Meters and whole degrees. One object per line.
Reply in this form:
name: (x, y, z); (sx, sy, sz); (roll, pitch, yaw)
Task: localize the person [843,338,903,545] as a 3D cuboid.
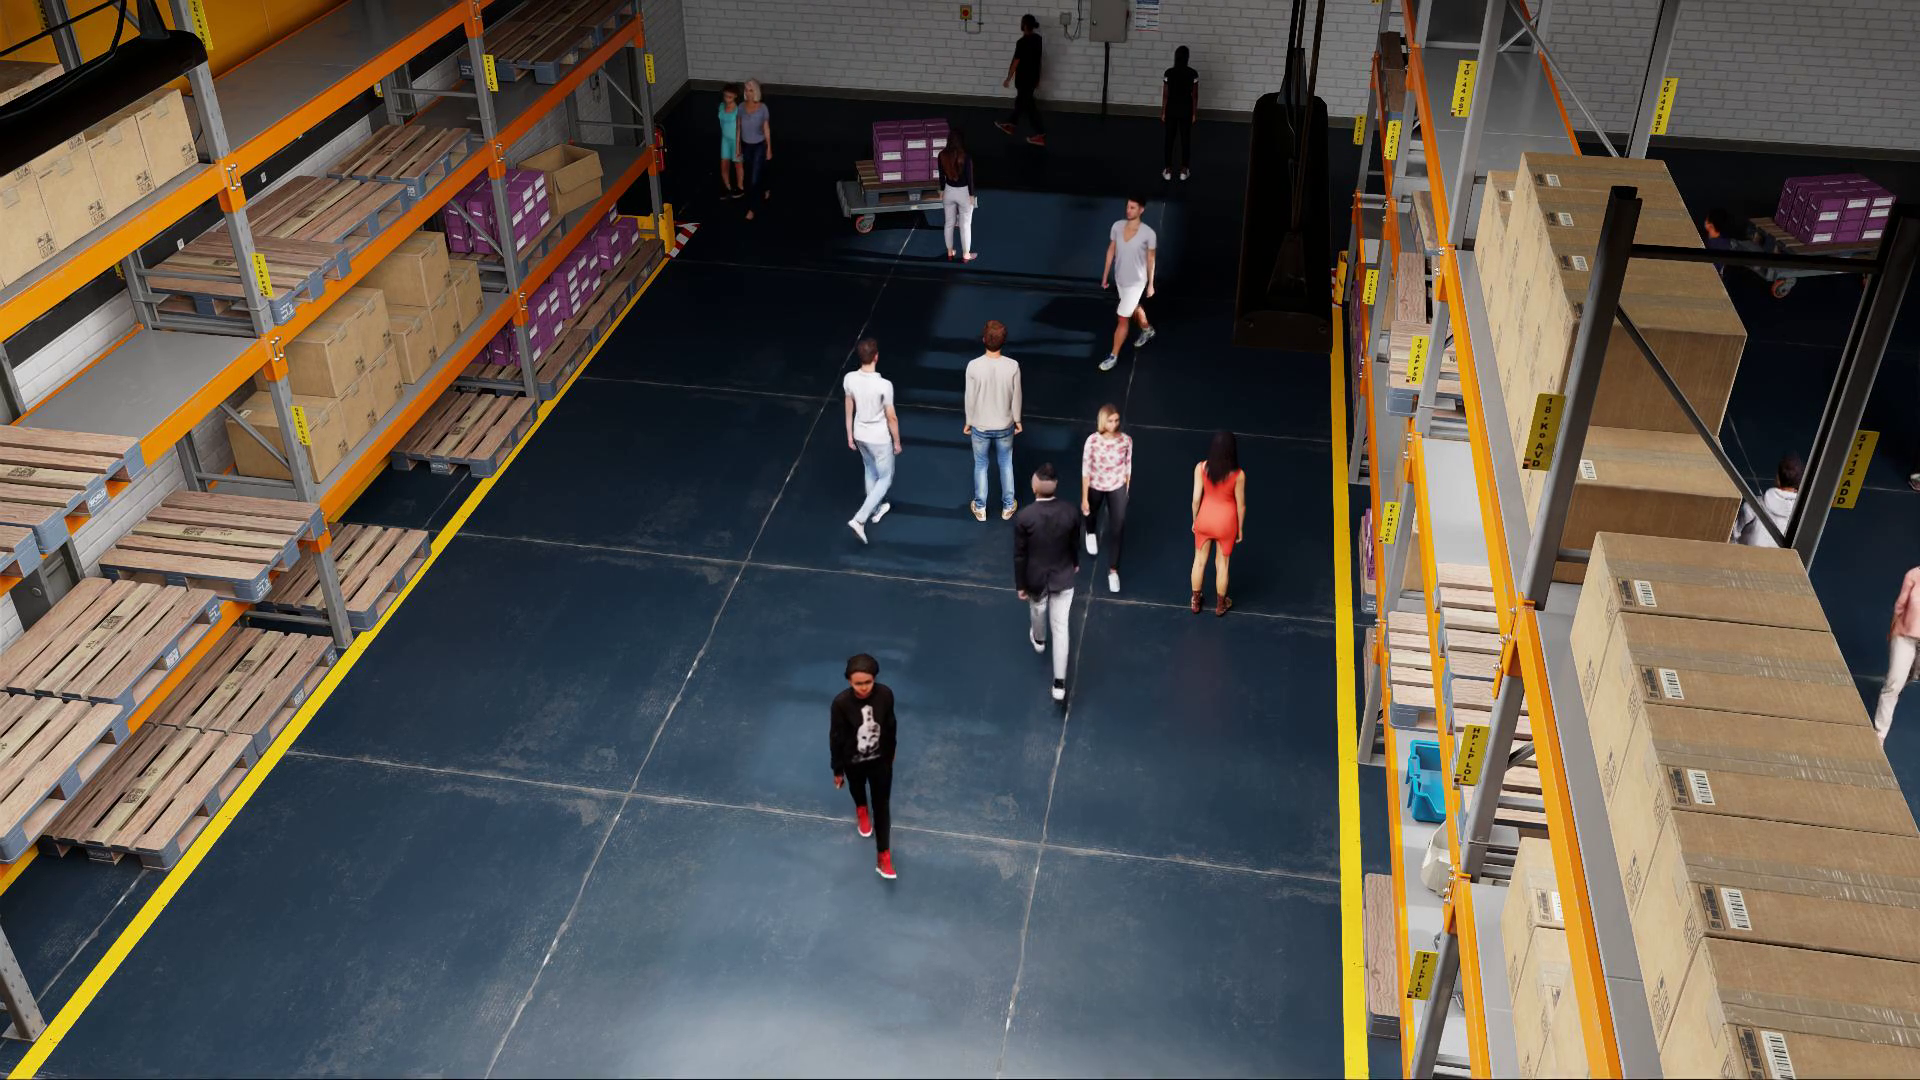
person: (-0.787, -0.831, 14.338); (0.903, 1.831, 1.124); (19, 38, 26)

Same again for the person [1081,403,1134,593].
person: (1.198, -0.455, 13.994); (0.775, 1.584, 1.176); (-2, 34, -4)

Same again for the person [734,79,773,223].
person: (-2.496, -4.848, 20.514); (0.809, 1.683, 1.175); (15, 37, 22)

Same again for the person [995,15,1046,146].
person: (0.968, -6.174, 22.484); (0.986, 1.710, 1.128); (21, 39, 28)

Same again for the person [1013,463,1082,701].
person: (0.694, 0.321, 12.530); (0.932, 1.913, 1.354); (-2, 34, -2)

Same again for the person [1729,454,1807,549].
person: (6.068, 0.272, 12.620); (0.817, 1.893, 1.241); (0, 34, -1)

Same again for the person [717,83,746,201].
person: (-2.836, -5.027, 20.917); (0.657, 1.534, 0.728); (22, 40, 30)

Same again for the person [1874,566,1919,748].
person: (7.040, 0.682, 12.188); (0.852, 1.689, 1.186); (16, 37, 23)

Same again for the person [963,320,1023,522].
person: (0.288, -1.029, 14.571); (0.715, 1.902, 0.630); (-1, 34, -1)

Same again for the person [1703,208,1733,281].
person: (7.568, -2.448, 16.842); (1.156, 1.751, 1.176); (-24, 41, -32)

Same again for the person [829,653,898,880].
person: (-0.653, 1.402, 11.154); (0.894, 1.635, 1.154); (-7, 34, -10)

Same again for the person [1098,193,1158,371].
person: (1.819, -2.714, 17.188); (1.138, 1.811, 1.344); (27, 42, 34)

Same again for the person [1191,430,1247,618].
person: (2.064, -0.130, 13.382); (0.609, 1.719, 0.564); (10, 35, 15)

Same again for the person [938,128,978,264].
person: (-0.019, -4.007, 19.316); (0.653, 1.607, 0.620); (14, 36, 20)

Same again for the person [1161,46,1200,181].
person: (2.830, -5.519, 21.471); (0.615, 1.741, 0.568); (4, 34, 6)
